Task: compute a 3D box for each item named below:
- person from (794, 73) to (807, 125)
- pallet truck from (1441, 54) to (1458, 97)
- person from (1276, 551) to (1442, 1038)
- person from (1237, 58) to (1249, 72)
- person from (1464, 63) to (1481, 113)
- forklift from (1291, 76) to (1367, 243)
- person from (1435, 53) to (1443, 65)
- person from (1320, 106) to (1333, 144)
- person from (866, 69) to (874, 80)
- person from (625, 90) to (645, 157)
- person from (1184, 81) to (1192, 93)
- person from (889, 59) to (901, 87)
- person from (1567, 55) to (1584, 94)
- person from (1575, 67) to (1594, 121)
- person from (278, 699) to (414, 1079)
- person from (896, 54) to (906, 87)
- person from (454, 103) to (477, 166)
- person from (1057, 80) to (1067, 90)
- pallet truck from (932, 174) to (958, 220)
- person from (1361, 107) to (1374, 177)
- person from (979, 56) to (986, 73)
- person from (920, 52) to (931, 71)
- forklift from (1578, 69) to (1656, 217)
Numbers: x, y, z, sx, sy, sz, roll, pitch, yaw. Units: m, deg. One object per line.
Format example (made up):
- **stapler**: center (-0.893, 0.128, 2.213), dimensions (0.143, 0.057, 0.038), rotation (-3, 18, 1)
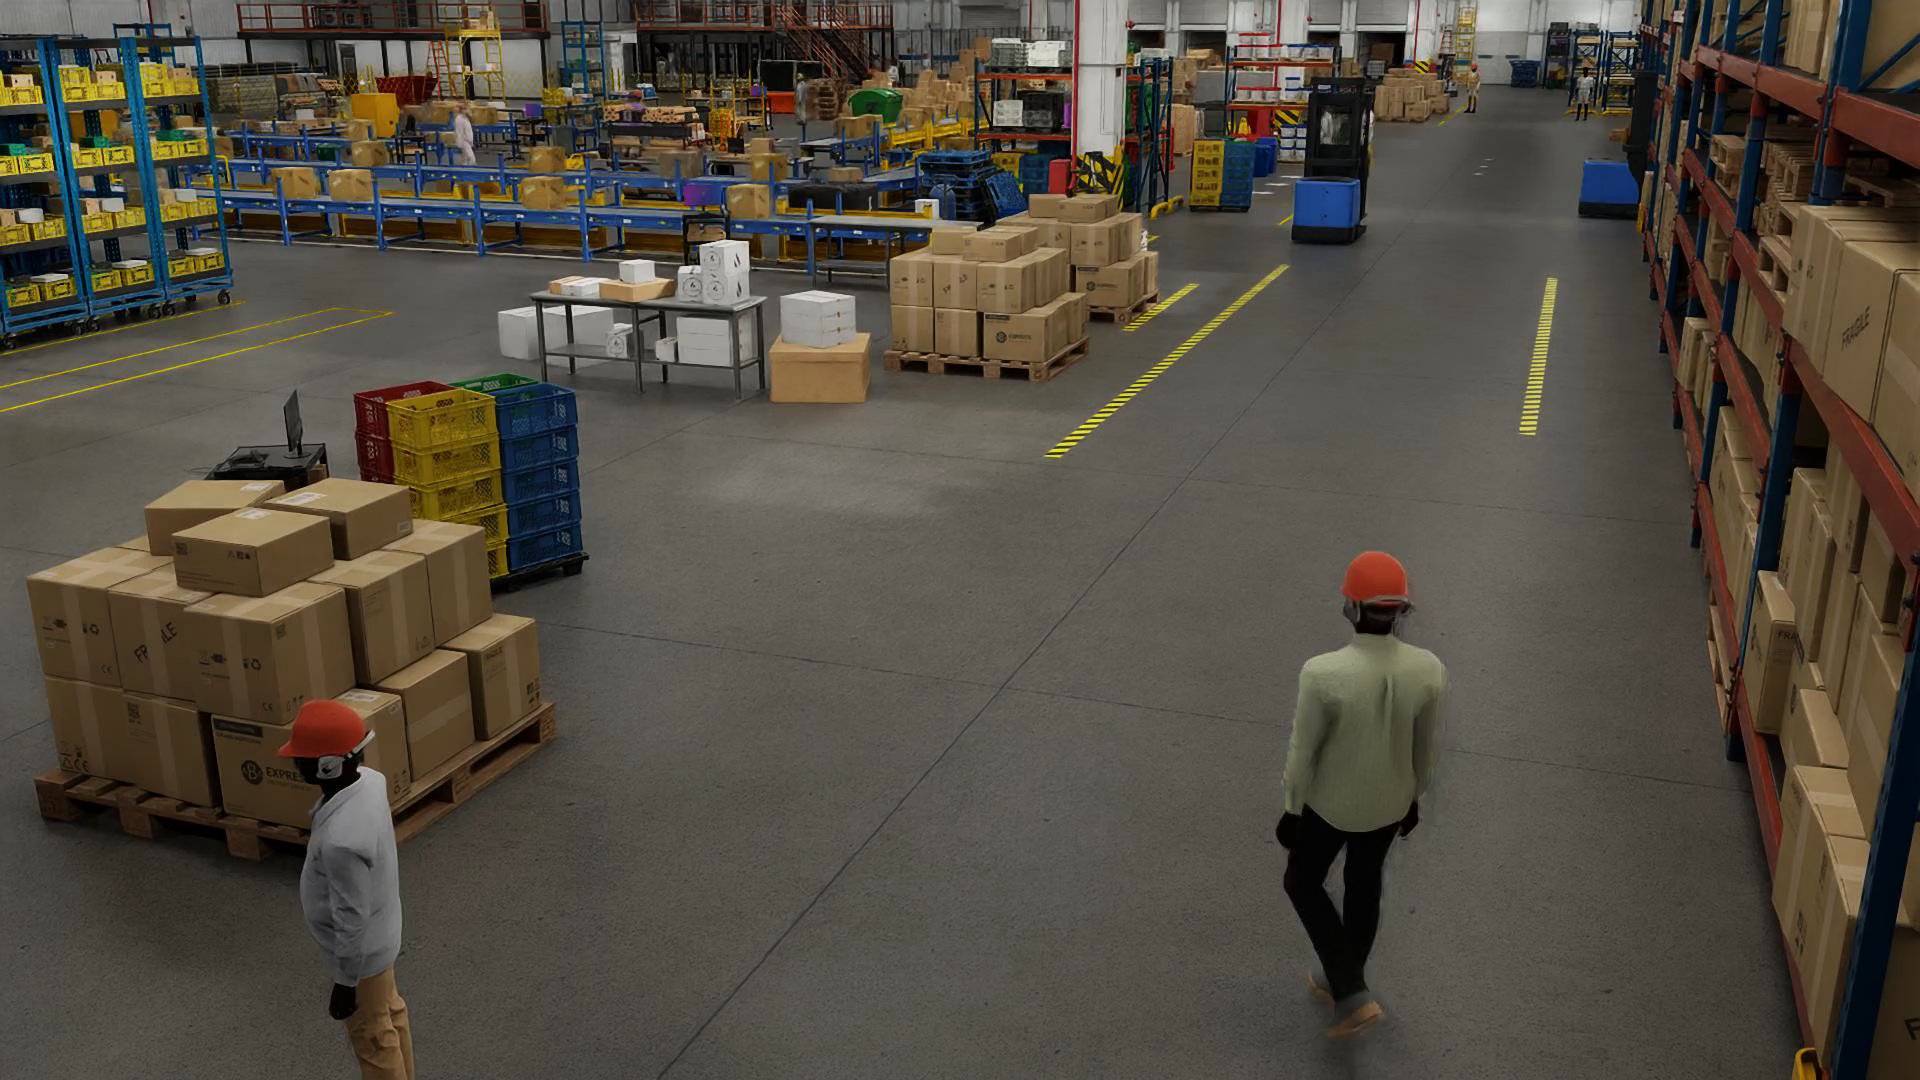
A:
- **person**: center (-5.687, -15.612, 58.943), dimensions (0.498, 1.813, 0.613), rotation (3, 18, 10)
- **pallet truck**: center (22.765, -21.886, 78.355), dimensions (0.823, 1.965, 1.885), rotation (-4, 18, -14)
- **person**: center (1.553, 1.010, 6.433), dimensions (0.642, 1.981, 0.575), rotation (-6, 18, -17)
- **person**: center (12.617, -20.798, 74.867), dimensions (0.688, 2.000, 0.539), rotation (12, 21, 34)
- **person**: center (20.418, -17.988, 66.221), dimensions (0.369, 1.929, 0.542), rotation (-13, 22, -34)
- **forklift**: center (6.598, -6.755, 29.381), dimensions (1.129, 2.768, 1.873), rotation (6, 19, 19)
- **person**: center (25.036, -24.527, 86.935), dimensions (0.631, 1.824, 0.465), rotation (-12, 21, -33)
- **person**: center (8.109, -8.947, 37.661), dimensions (0.793, 2.016, 0.647), rotation (7, 19, 22)
- **person**: center (-3.067, -15.754, 59.146), dimensions (0.811, 1.968, 0.623), rotation (-4, 18, -12)
- **person**: center (-8.690, -11.036, 44.432), dimensions (0.561, 1.899, 0.812), rotation (4, 18, 12)
- **person**: center (7.850, -14.961, 57.198), dimensions (0.506, 1.619, 0.521), rotation (5, 18, 15)
- **person**: center (-2.858, -20.343, 73.731), dimensions (0.715, 1.858, 0.595), rotation (-10, 20, -29)
- **person**: center (29.789, -22.362, 80.048), dimensions (0.966, 1.886, 0.603), rotation (3, 18, 10)
- **person**: center (22.946, -16.393, 61.170), dimensions (0.598, 1.958, 0.371), rotation (10, 20, 30)
- **person**: center (-2.079, 1.362, 5.705), dimensions (0.324, 1.752, 0.562), rotation (-4, 18, -12)
- **person**: center (-2.935, -23.191, 82.702), dimensions (0.507, 1.847, 0.343), rotation (-4, 18, -11)
- **person**: center (-11.337, -9.142, 38.510), dimensions (0.831, 1.874, 0.667), rotation (-2, 18, -5)
- **person**: center (4.039, -17.716, 65.682), dimensions (0.494, 1.728, 0.602), rotation (14, 22, 37)
- **pallet truck**: center (-0.507, -5.292, 27.348), dimensions (0.653, 1.274, 1.630), rotation (6, 19, 19)
- **person**: center (9.876, -9.837, 40.597), dimensions (0.373, 1.934, 0.551), rotation (0, 18, -1)
- **person**: center (1.054, -21.811, 78.313), dimensions (0.563, 1.873, 1.042), rotation (16, 24, 41)
- **person**: center (-1.747, -24.040, 85.317), dimensions (0.624, 1.877, 0.448), rotation (3, 18, 10)
- **forklift**: center (13.219, -7.740, 32.475), dimensions (1.873, 2.768, 1.129), rotation (6, 19, 18)
